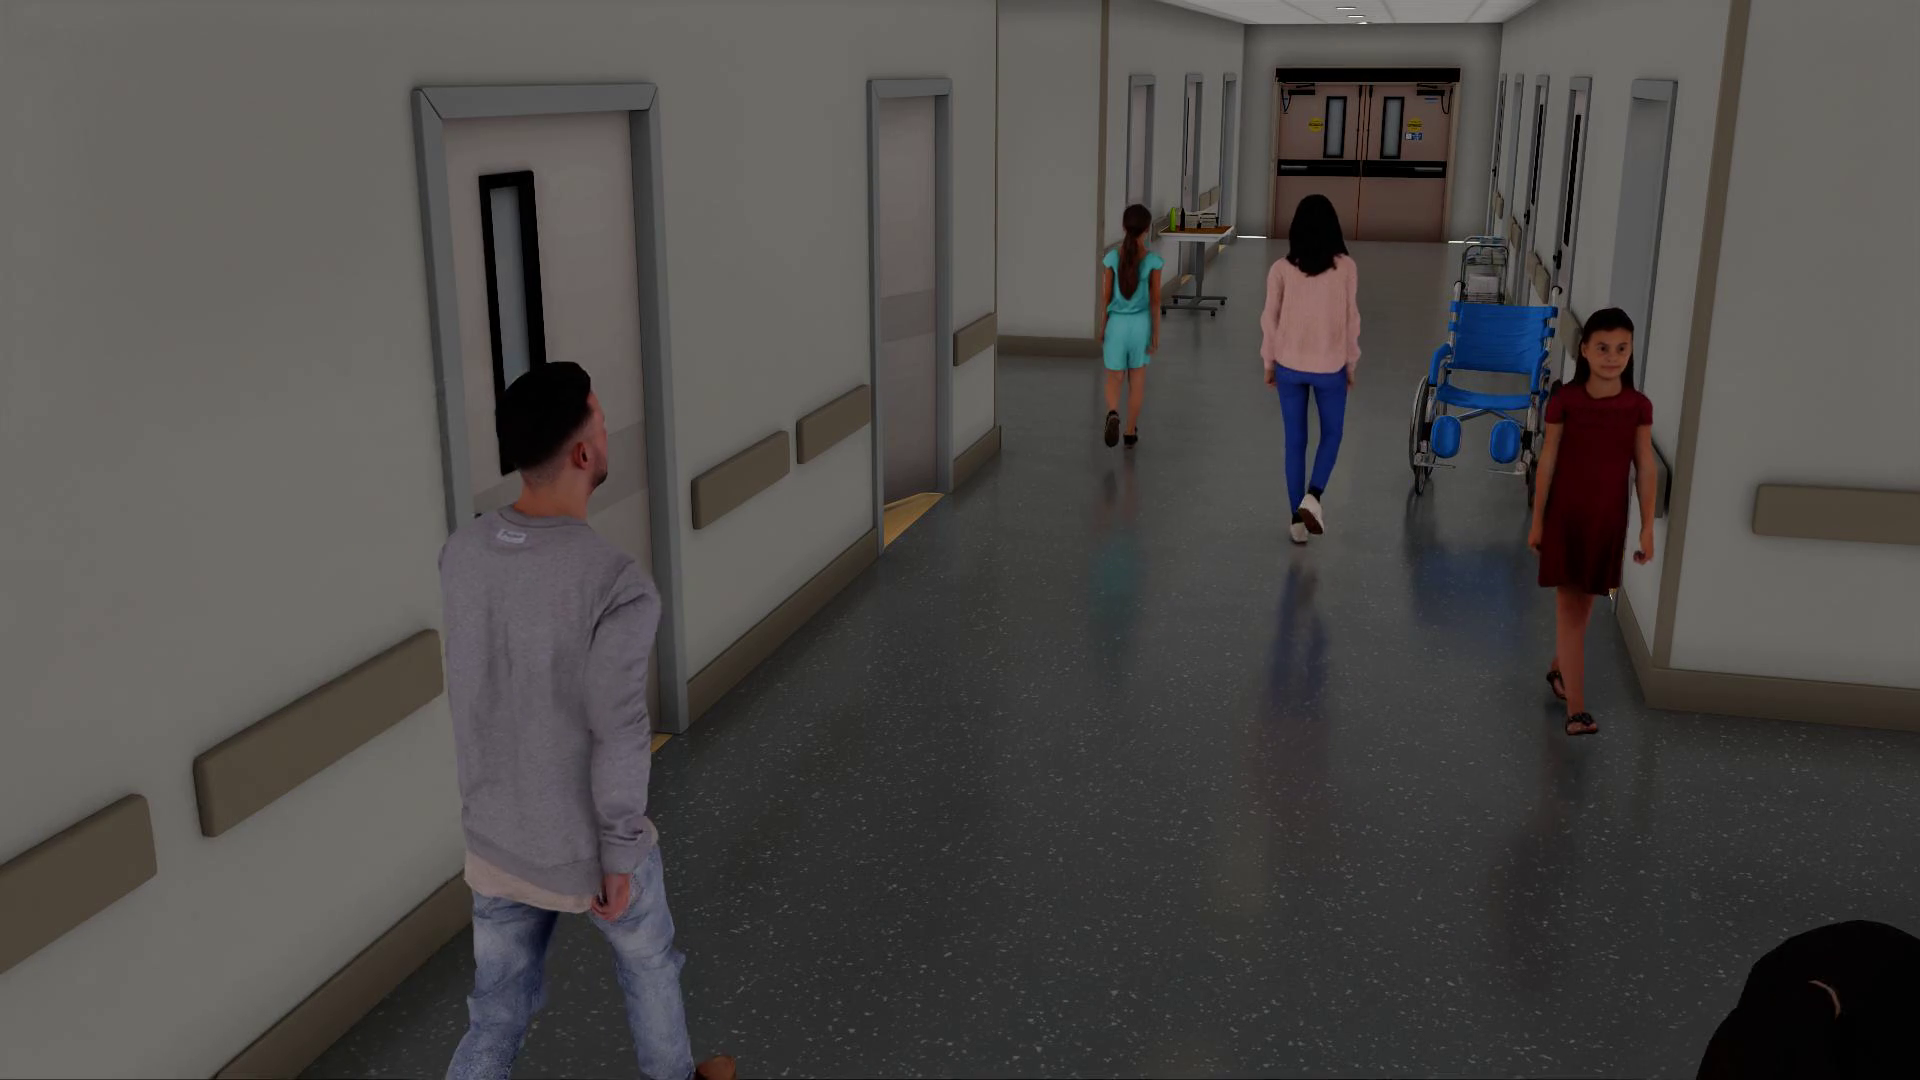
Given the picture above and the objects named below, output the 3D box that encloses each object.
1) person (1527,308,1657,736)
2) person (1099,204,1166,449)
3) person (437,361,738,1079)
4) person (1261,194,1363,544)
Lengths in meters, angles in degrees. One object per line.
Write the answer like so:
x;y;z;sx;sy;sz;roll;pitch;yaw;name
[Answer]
2.298;-0.075;6.116;0.648;1.508;1.057;2;16;7;person
1.047;-1.301;10.402;0.592;1.542;0.898;3;16;11;person
-0.841;0.592;3.213;0.791;1.800;1.228;7;17;22;person
1.744;-0.819;8.291;0.668;1.760;0.755;5;16;17;person
